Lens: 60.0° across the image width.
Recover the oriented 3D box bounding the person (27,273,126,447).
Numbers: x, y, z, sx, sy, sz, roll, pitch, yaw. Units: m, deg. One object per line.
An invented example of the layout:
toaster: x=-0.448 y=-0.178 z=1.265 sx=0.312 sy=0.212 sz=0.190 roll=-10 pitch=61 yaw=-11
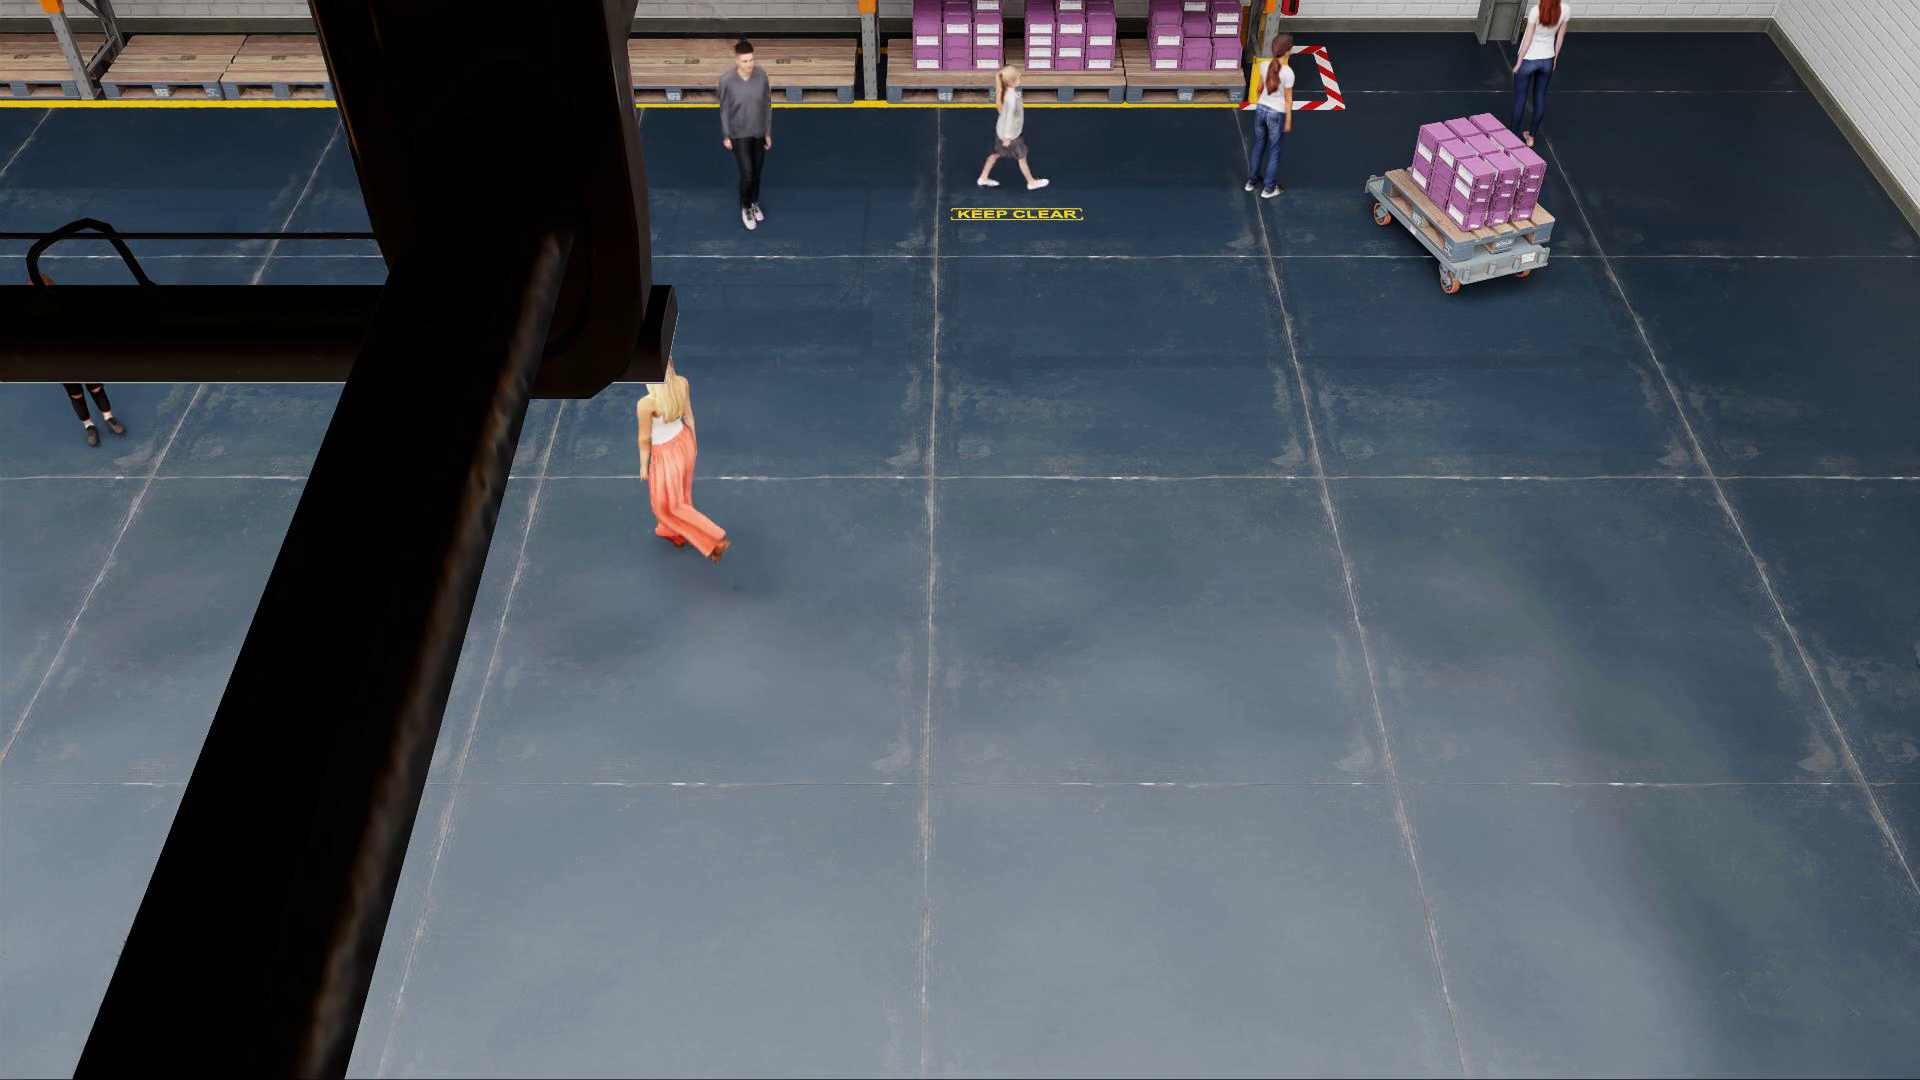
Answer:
person: x=-6.768 y=-1.404 z=12.664 sx=0.594 sy=1.484 sz=0.678 roll=-27 pitch=50 yaw=-26

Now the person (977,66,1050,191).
person: x=0.391 y=-3.765 z=15.317 sx=0.906 sy=1.243 sz=0.570 roll=-4 pitch=44 yaw=-4

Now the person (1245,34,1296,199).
person: x=2.856 y=-3.901 z=15.228 sx=0.619 sy=1.562 sz=0.681 roll=34 pitch=53 yaw=31

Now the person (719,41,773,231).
person: x=-1.915 y=-3.675 z=14.855 sx=0.713 sy=1.748 sz=0.794 roll=-20 pitch=47 yaw=-20

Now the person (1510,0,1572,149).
person: x=5.465 y=-4.524 z=15.754 sx=0.485 sy=1.738 sz=0.642 roll=-4 pitch=44 yaw=-4

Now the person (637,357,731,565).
person: x=-1.940 y=-0.532 z=11.530 sx=1.090 sy=1.785 sz=0.963 roll=27 pitch=50 yaw=26
